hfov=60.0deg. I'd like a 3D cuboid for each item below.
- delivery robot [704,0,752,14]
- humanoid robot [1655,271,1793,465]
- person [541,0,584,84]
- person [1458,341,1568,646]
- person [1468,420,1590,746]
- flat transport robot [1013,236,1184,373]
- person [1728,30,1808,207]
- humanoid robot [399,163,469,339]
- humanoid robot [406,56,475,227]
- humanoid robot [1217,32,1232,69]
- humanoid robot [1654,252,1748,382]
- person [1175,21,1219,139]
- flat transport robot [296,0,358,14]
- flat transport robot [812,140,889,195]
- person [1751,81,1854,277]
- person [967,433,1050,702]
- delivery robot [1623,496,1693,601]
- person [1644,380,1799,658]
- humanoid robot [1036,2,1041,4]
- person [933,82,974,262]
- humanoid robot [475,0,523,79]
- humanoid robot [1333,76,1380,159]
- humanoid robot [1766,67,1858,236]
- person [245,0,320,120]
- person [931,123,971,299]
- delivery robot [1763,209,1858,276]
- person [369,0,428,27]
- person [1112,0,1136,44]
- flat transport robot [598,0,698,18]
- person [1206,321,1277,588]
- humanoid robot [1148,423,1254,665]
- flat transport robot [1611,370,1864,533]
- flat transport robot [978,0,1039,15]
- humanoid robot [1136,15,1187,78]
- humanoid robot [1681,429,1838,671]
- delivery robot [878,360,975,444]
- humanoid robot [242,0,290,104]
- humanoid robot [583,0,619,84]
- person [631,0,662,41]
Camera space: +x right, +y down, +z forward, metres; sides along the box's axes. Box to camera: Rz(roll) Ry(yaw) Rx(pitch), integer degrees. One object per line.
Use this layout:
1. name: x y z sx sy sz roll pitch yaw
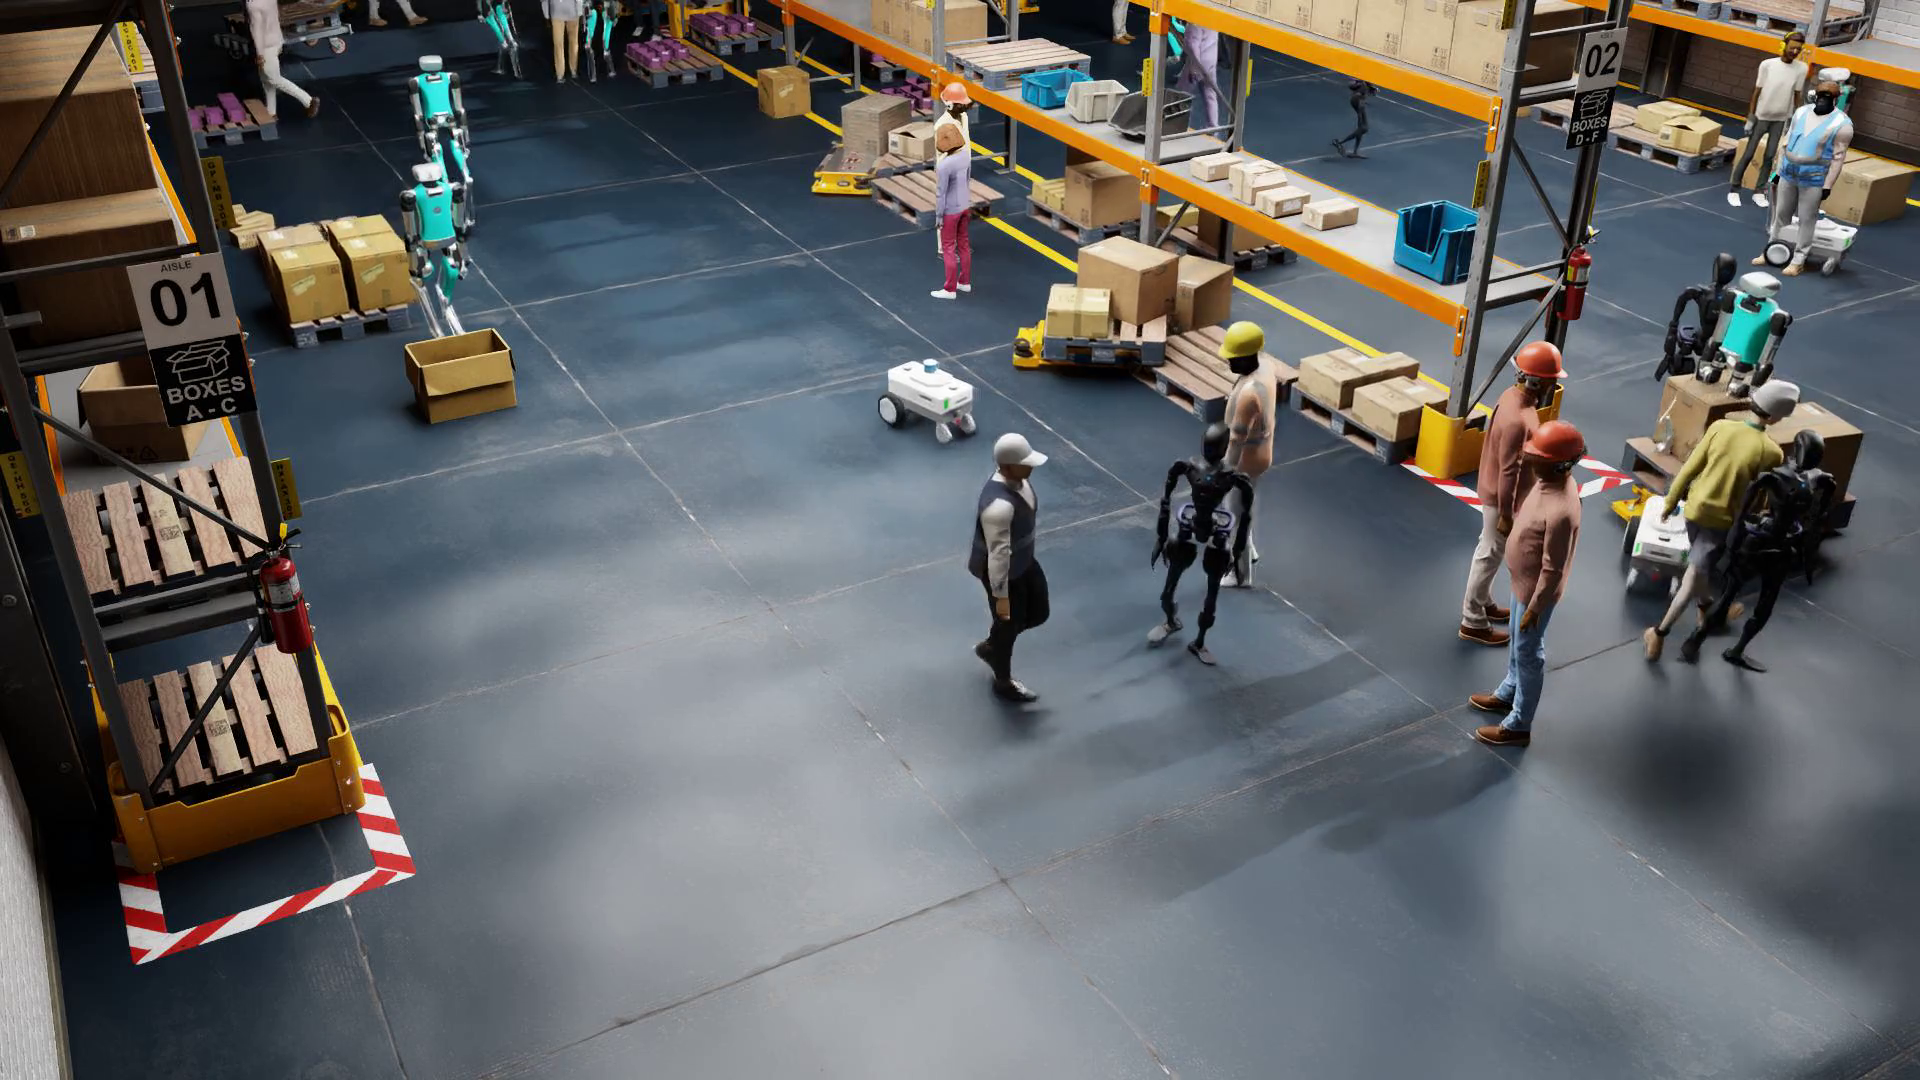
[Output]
1. delivery robot: -3.600 -8.426 25.773 0.758 0.577 0.499 -4 30 -8
2. humanoid robot: 5.237 -0.944 11.663 0.754 1.857 0.537 -14 33 -23
3. person: -5.249 -6.928 22.015 0.561 1.702 0.881 -6 30 -10
4. person: 3.368 -0.288 10.193 0.402 1.987 0.611 9 31 16
5. person: 3.180 0.236 9.268 0.392 1.992 0.620 5 30 9
6. flat transport robot: 1.199 -1.671 14.318 1.431 0.231 0.659 4 30 6
7. person: 8.550 -4.431 17.532 0.492 1.859 0.323 4 30 7
8. humanoid robot: -4.463 -2.387 14.093 0.540 1.725 1.023 -19 35 -30
9. humanoid robot: -5.174 -3.950 16.853 0.532 1.758 1.013 -14 33 -23
10. humanoid robot: 3.603 -7.256 22.645 0.488 1.639 0.589 13 32 22
11. humanoid robot: 5.519 -1.375 12.391 0.585 1.638 0.403 4 30 8
12. person: 2.727 -5.601 19.549 0.848 1.872 0.669 20 35 30
13. flat transport robot: -9.906 -8.168 25.629 0.659 0.231 1.431 4 30 6
14. flat transport robot: -1.191 -4.186 18.697 0.659 0.231 1.431 4 30 7
15. person: 8.027 -3.446 15.826 0.429 1.846 0.632 -16 34 -26
16. person: 0.281 0.182 9.609 0.455 1.744 0.745 11 32 19
17. delivery robot: 4.708 0.010 11.122 0.499 0.611 0.814 14 33 23
18. person: 4.629 -0.152 10.115 0.829 1.827 0.526 -17 34 -27
19. humanoid robot: 1.138 -9.353 26.268 0.315 1.653 0.599 -8 31 -14
20. person: -0.044 -3.577 16.157 0.338 1.745 0.566 14 33 23
21. humanoid robot: -6.108 -7.029 22.280 0.778 1.898 0.568 23 37 34
22. humanoid robot: 4.566 -5.139 18.944 0.400 1.647 0.610 11 32 19
23. humanoid robot: 8.439 -3.937 16.729 0.539 1.726 0.744 -9 31 -14
24. person: -8.370 -6.030 20.280 0.851 1.901 0.631 0 30 0
25. person: -0.073 -3.022 15.306 0.288 1.629 0.498 18 34 28
26. delivery robot: 8.271 -2.918 16.222 0.785 0.613 0.512 20 35 30
27. person: -8.547 -8.572 24.815 0.959 1.778 0.636 7 31 12
28. person: 2.393 -8.150 23.967 0.366 1.897 0.570 11 32 19
29. flat transport robot: -4.867 -8.343 25.934 1.431 0.231 0.659 -12 32 -19
30. person: 1.785 -0.528 10.699 0.441 1.897 0.583 7 31 11
31. humanoid robot: 1.448 -0.005 10.012 0.607 1.647 0.437 9 31 16
32. flat transport robot: 5.444 -0.220 11.793 1.431 0.231 0.659 -7 31 -13
33. flat transport robot: 0.660 -8.555 26.303 0.659 0.231 1.431 -12 32 -19
34. humanoid robot: 2.846 -6.842 21.841 0.995 1.730 0.539 6 30 11
35. humanoid robot: 4.787 0.044 9.928 0.596 1.646 0.442 -2 30 -3
36. delivery robot: -0.241 -1.141 13.083 0.499 0.568 0.747 -26 39 -38
37. humanoid robot: -8.813 -6.354 21.056 0.337 1.648 0.612 9 31 15
38. humanoid robot: -4.810 -6.902 21.978 0.540 1.808 0.859 2 30 3
39. person: -4.565 -8.180 24.089 0.651 1.830 0.501 14 33 23
